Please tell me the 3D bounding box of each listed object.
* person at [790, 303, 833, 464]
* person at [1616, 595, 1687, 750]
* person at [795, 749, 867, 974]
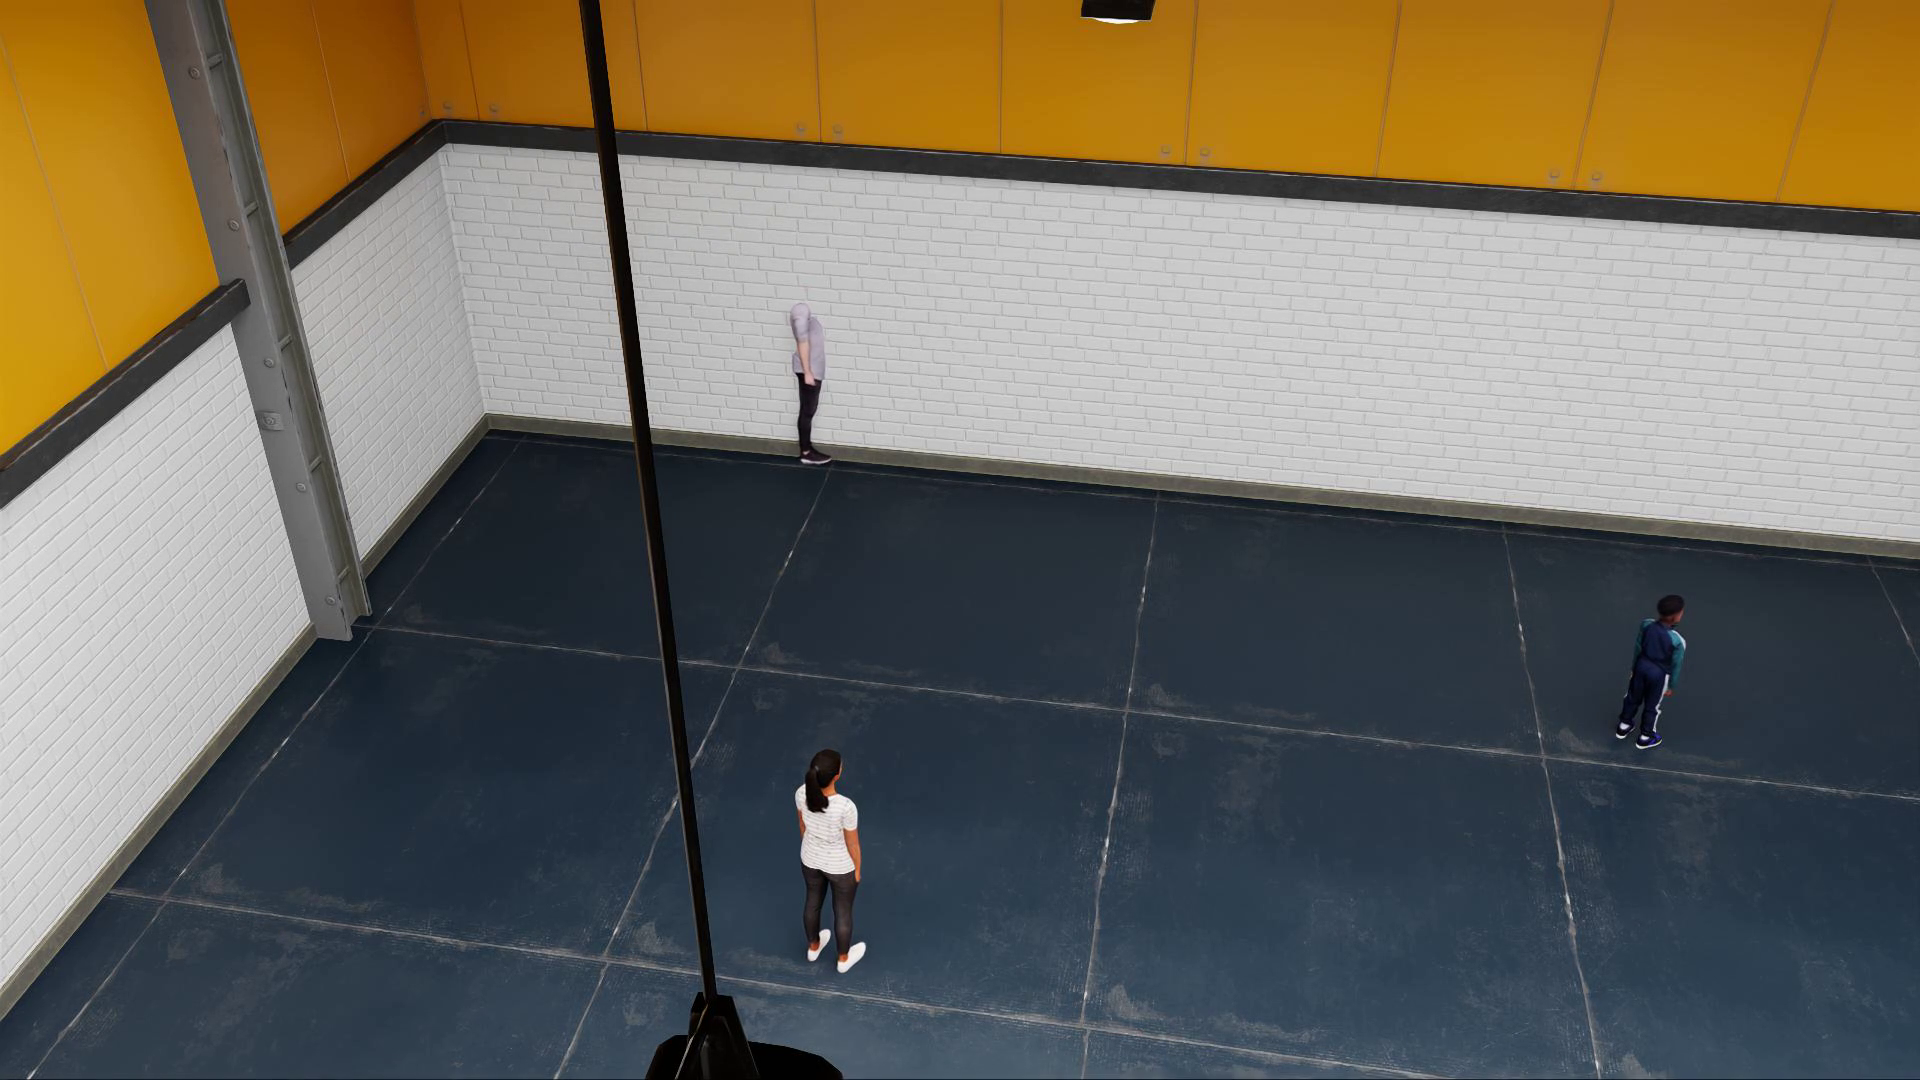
[{"bbox_3d":[-1.362,-1.590,15.040,0.750,1.836,0.567,1,34,2],"label":"person"},{"bbox_3d":[4.911,0.922,11.785,0.625,1.255,0.570,-23,40,-30],"label":"person"},{"bbox_3d":[-0.784,1.913,9.944,0.613,1.643,0.595,15,36,21],"label":"person"}]
